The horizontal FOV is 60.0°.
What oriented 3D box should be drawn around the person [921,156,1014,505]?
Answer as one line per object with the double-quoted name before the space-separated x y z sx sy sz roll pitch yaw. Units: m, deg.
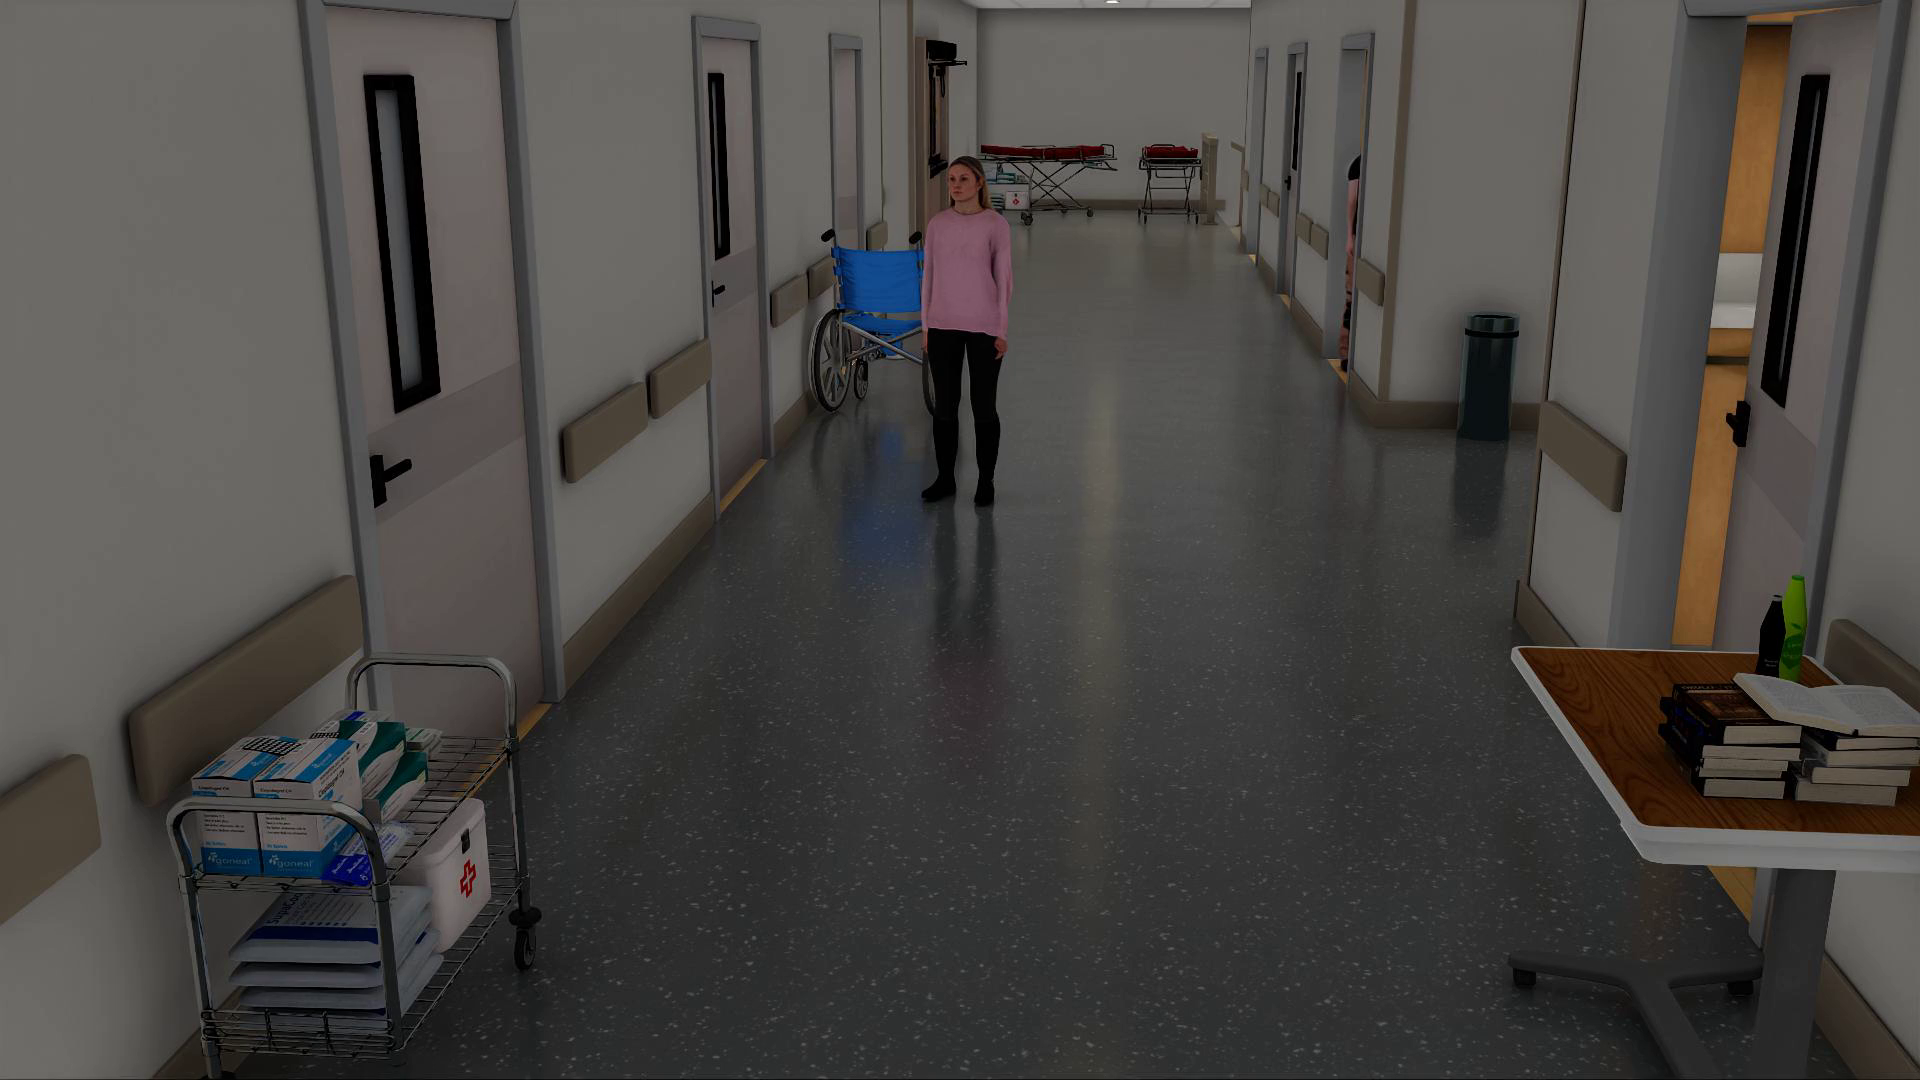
"person" 0.036 -1.026 8.152 0.648 1.687 0.610 5 17 17
